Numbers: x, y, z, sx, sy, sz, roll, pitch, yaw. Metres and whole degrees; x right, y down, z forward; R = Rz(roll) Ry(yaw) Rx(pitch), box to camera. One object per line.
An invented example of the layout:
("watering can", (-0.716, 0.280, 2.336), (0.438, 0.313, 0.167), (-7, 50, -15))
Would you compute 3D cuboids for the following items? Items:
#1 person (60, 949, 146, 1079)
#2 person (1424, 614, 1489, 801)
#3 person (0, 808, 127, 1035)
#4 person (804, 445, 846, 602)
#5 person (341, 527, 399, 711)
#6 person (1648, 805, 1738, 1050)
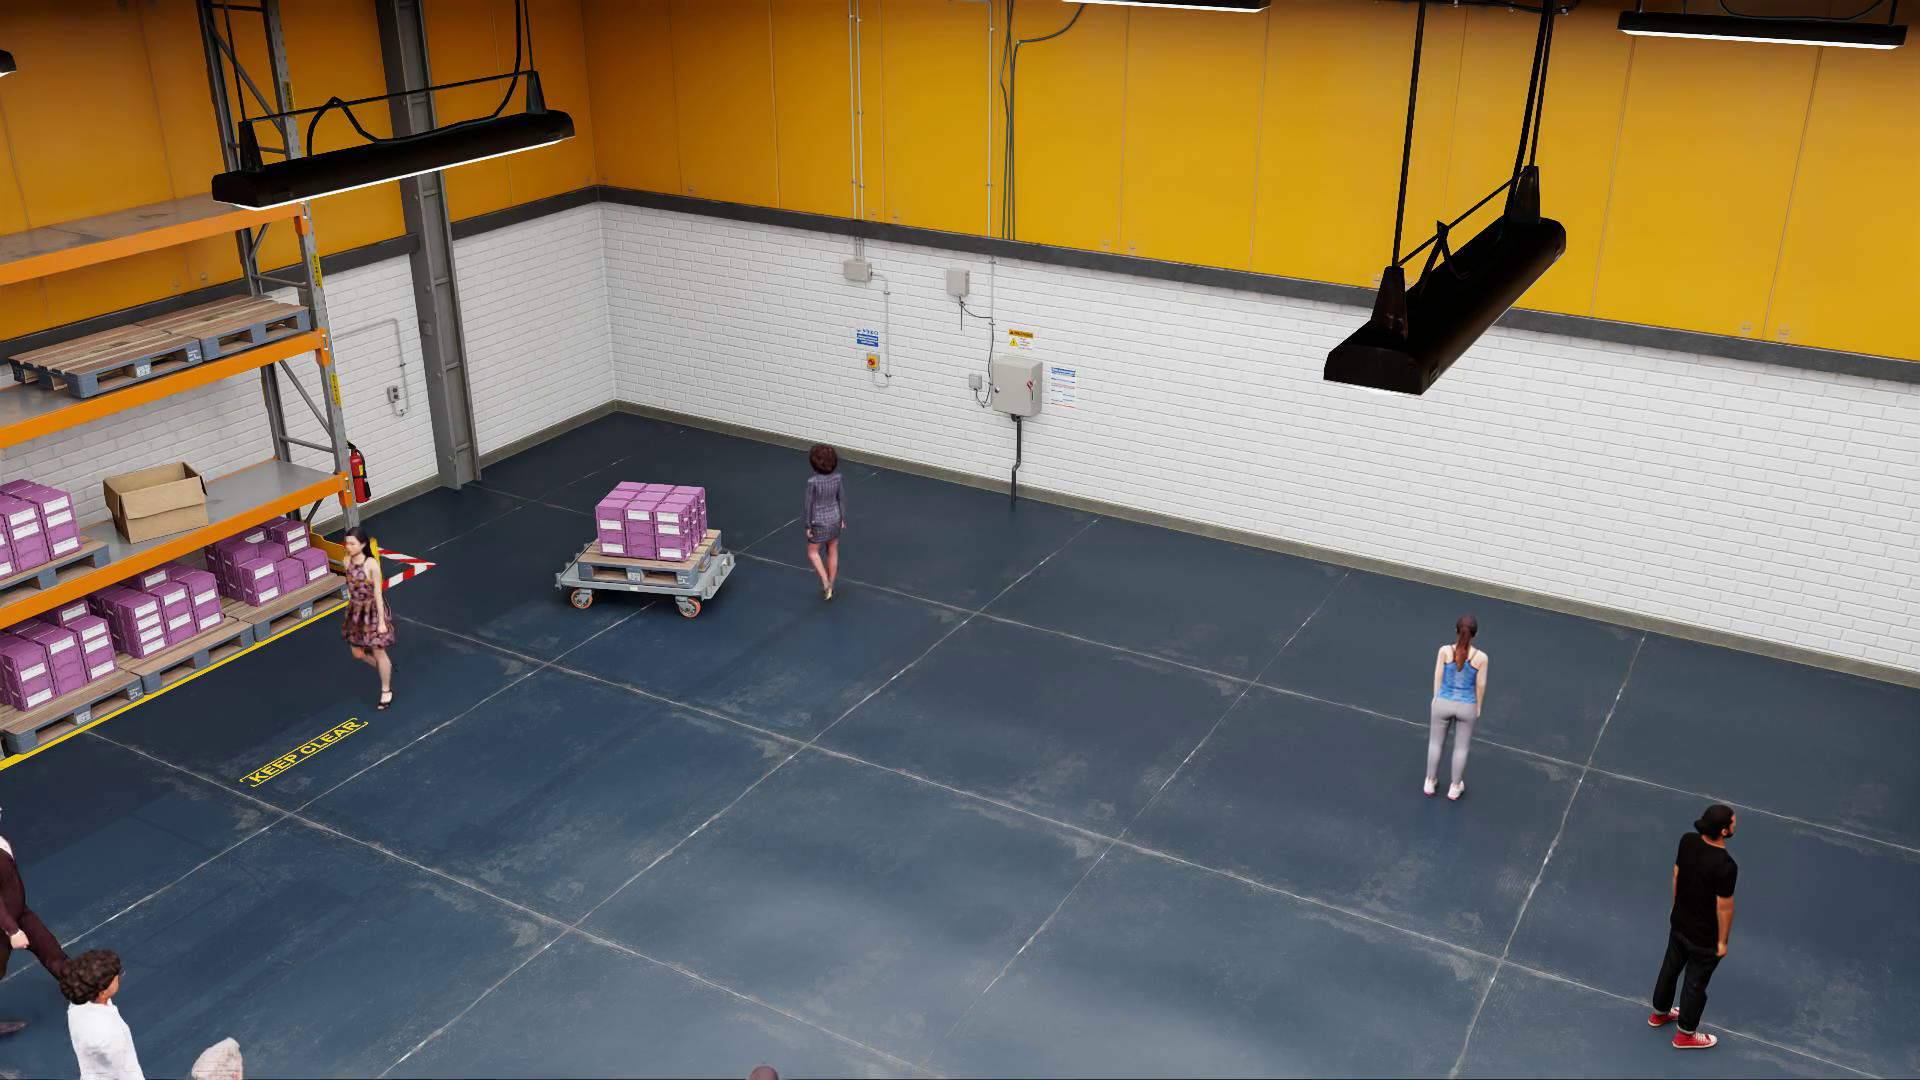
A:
("person", (-4.775, 3.092, 9.241), (1.065, 1.783, 0.855), (-20, 31, -38))
("person", (4.005, 1.341, 13.465), (0.594, 1.608, 0.592), (7, 25, 16))
("person", (-6.271, 2.441, 10.692), (1.292, 1.814, 1.162), (-9, 25, -20))
("person", (-1.317, -0.124, 16.715), (0.771, 1.690, 0.838), (-13, 27, -26))
("person", (-5.194, 0.674, 14.798), (0.705, 1.763, 0.787), (7, 25, 17))
("person", (4.748, 2.467, 10.702), (0.778, 1.758, 0.729), (-8, 25, -17))
